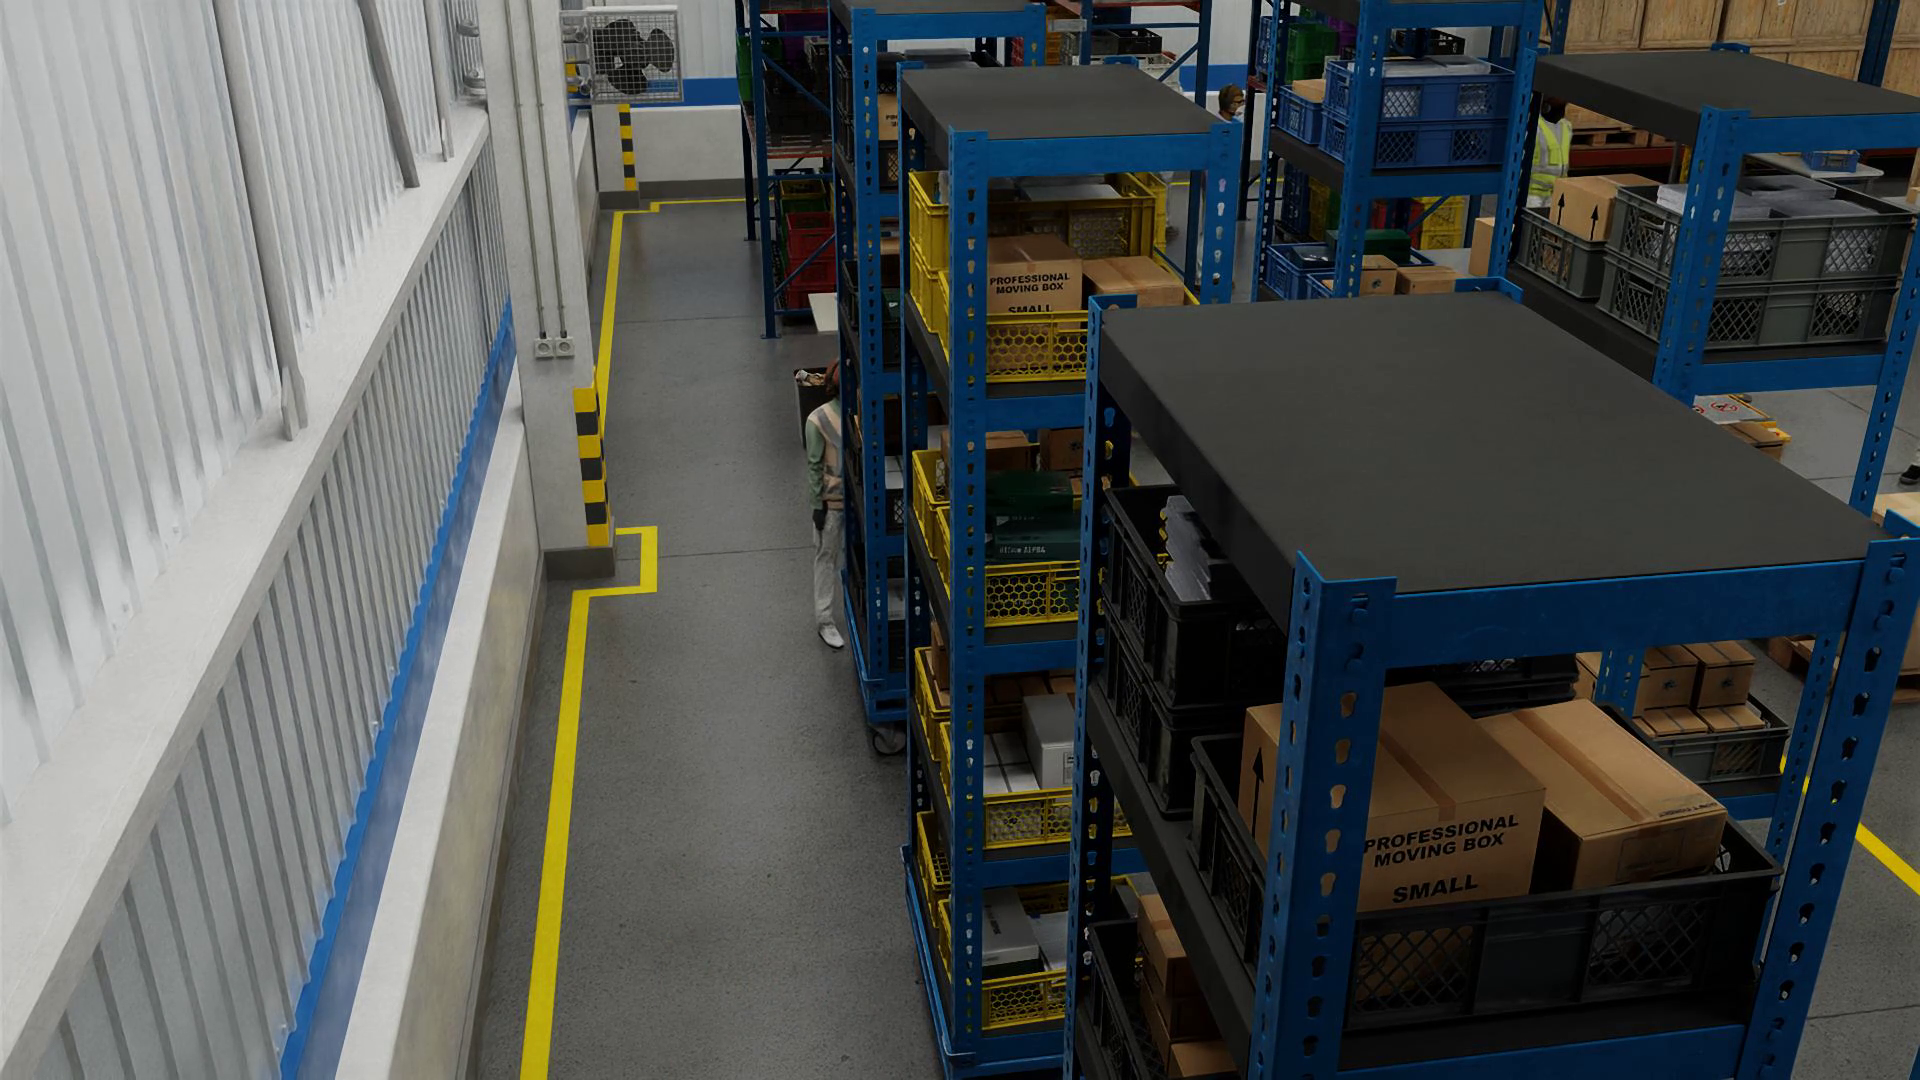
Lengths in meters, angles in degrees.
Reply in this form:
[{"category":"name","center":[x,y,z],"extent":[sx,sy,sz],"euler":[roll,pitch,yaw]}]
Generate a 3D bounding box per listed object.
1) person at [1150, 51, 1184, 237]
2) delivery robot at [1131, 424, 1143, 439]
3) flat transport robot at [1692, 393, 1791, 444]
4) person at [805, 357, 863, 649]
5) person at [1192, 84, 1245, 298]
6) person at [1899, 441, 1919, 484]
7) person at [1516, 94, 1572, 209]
[{"category":"person","center":[2.071,-4.108,17.282],"extent":[0.576,1.881,0.352],"euler":[21,32,37]},{"category":"delivery robot","center":[1.439,-1.022,12.041],"extent":[0.477,0.478,0.707],"euler":[16,29,31]},{"category":"flat transport robot","center":[5.224,-0.859,12.132],"extent":[1.431,0.197,0.652],"euler":[-4,25,-8]},{"category":"person","center":[-0.623,-0.225,9.125],"extent":[0.515,1.641,0.315],"euler":[-22,33,-39]},{"category":"person","center":[2.388,-3.206,15.266],"extent":[0.364,1.932,0.626],"euler":[13,28,27]},{"category":"person","center":[6.709,-1.191,10.997],"extent":[0.404,1.834,0.591],"euler":[-21,32,-38]},{"category":"person","center":[5.417,-3.267,15.503],"extent":[0.627,1.844,0.429],"euler":[-14,28,-29]}]
